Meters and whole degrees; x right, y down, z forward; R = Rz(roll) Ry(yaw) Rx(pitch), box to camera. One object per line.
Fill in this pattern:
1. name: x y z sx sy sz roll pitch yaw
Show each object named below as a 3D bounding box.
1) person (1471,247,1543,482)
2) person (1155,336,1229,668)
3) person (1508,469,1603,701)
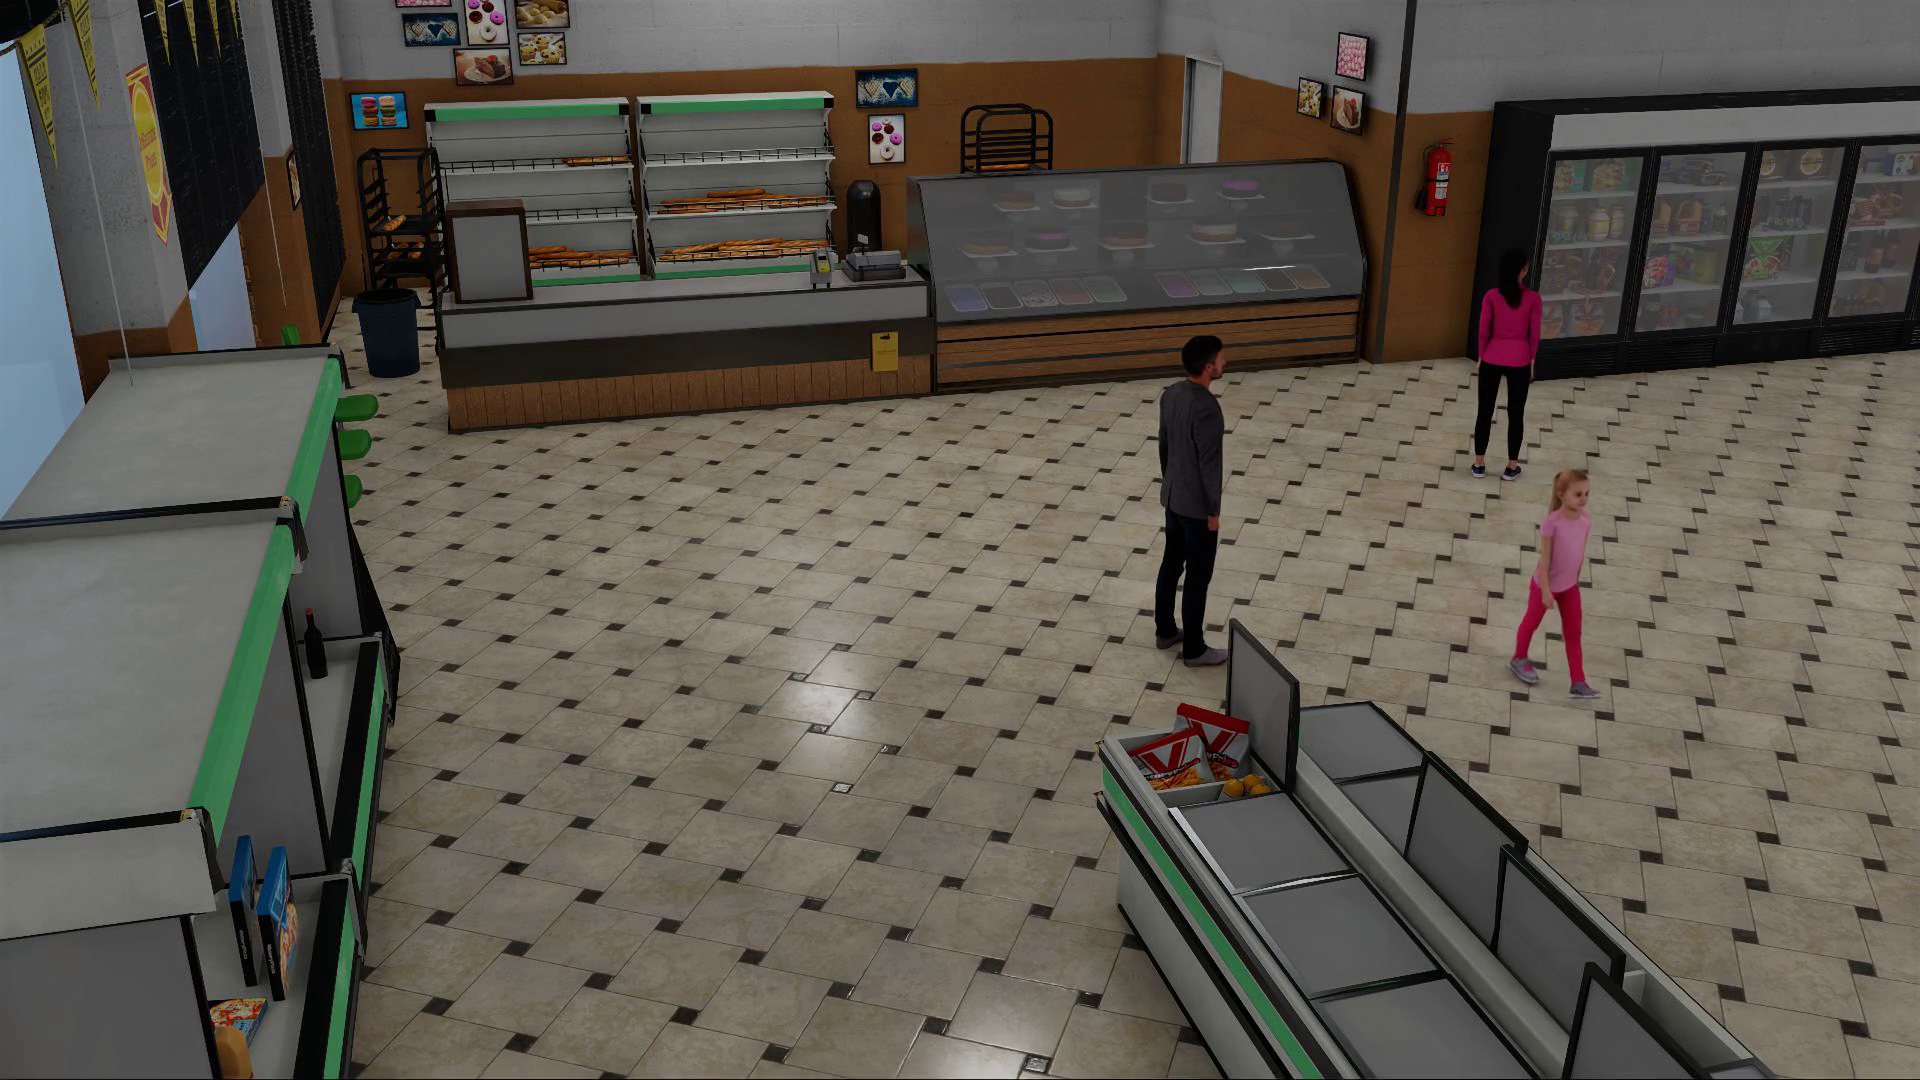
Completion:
1. person: 3.955 -1.274 12.059 0.679 1.699 0.719 8 23 20
2. person: 1.287 -0.222 9.207 0.780 1.874 0.600 -10 24 -23
3. person: 3.168 0.214 8.965 0.477 1.244 0.855 -6 23 -14
